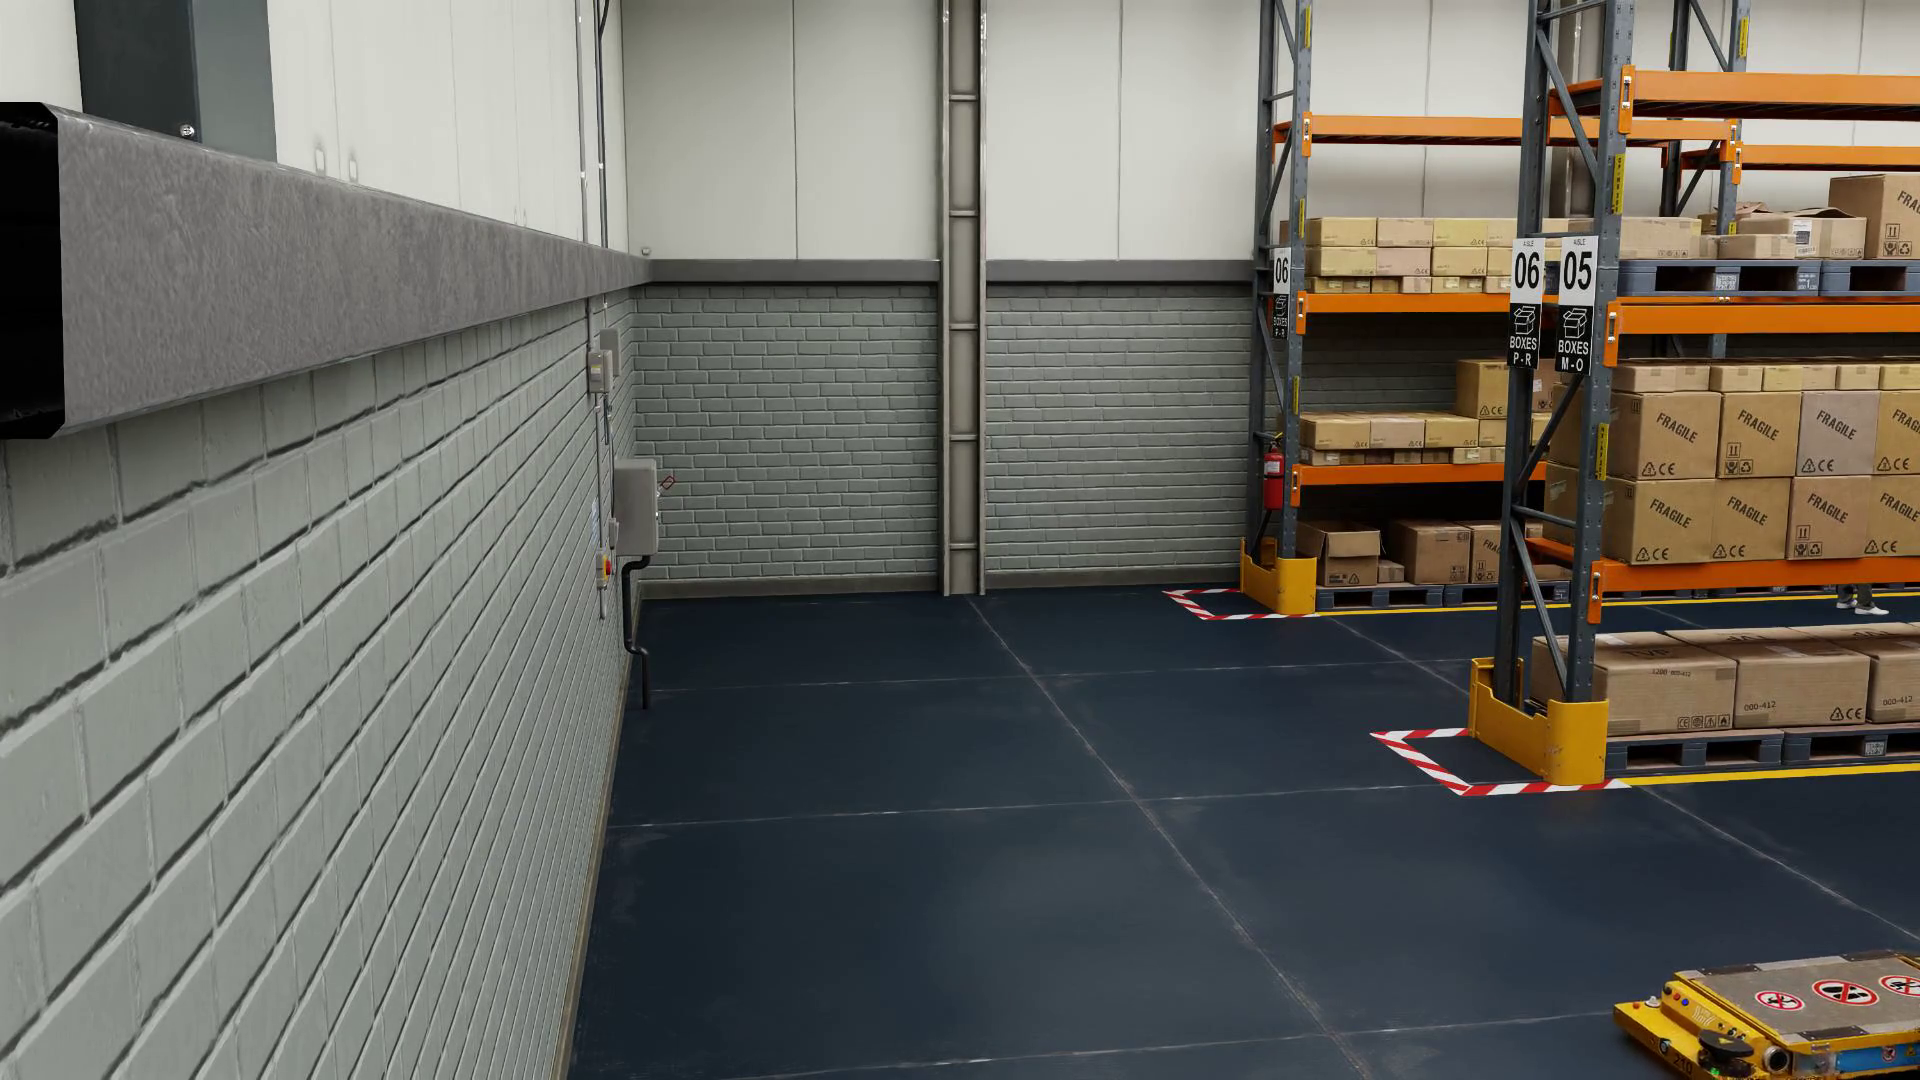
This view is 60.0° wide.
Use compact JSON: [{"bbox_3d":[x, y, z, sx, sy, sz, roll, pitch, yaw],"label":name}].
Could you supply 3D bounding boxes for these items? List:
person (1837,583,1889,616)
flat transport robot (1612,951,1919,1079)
[{"bbox_3d":[8.033,-0.292,14.685,0.384,1.920,0.587,-1,9,-8],"label":"person"},{"bbox_3d":[3.370,1.860,6.466,1.431,0.197,0.652,-2,9,-12],"label":"flat transport robot"}]
